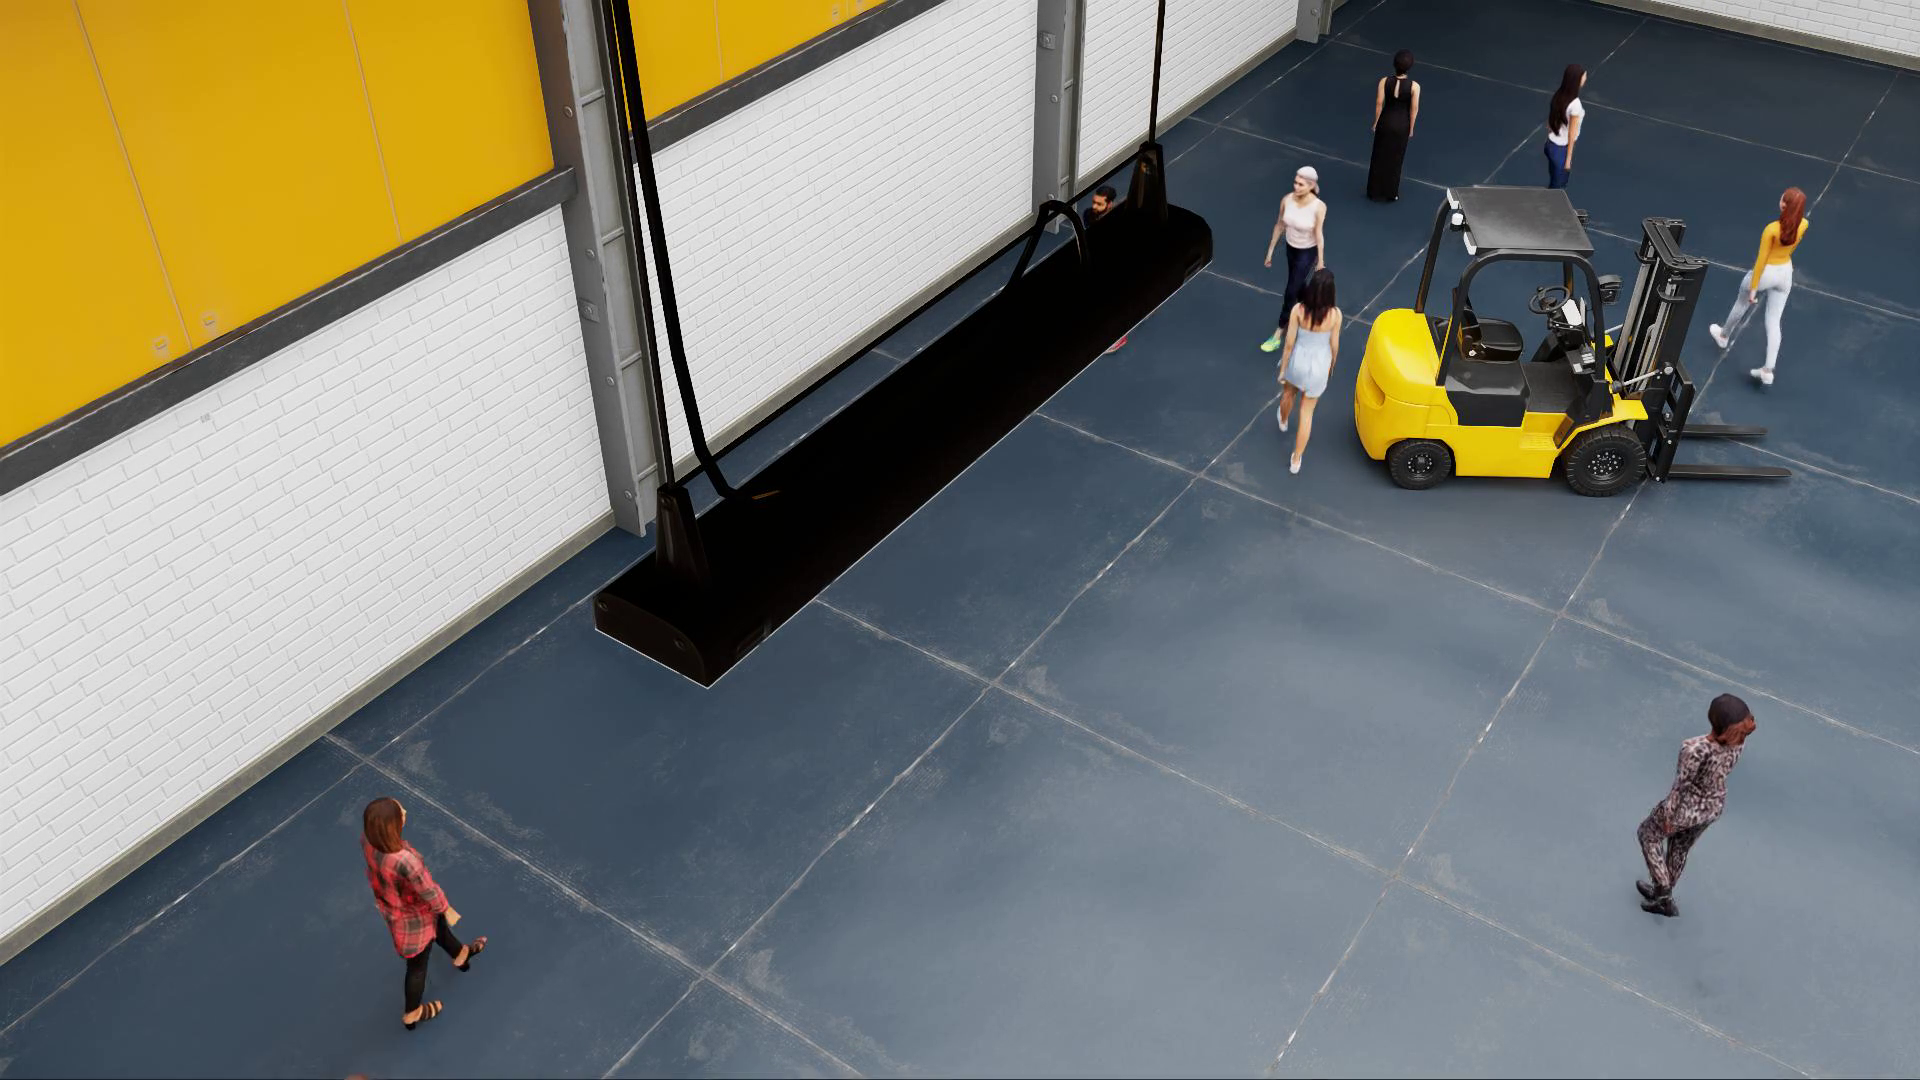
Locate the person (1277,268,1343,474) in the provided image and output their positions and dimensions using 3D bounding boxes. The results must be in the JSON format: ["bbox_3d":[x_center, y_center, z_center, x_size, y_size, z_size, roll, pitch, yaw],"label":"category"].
[{"bbox_3d":[2.750,-1.293,13.151,0.889,1.697,1.113,5,39,6],"label":"person"}]

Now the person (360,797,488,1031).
[{"bbox_3d":[-3.034,2.058,8.971,0.658,1.677,0.897,26,45,29],"label":"person"}]

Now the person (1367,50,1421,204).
[{"bbox_3d":[4.380,-4.175,16.834,0.618,1.604,0.577,14,41,17],"label":"person"}]

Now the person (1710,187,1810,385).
[{"bbox_3d":[6.977,-2.150,14.221,1.101,1.701,1.208,-5,39,-6],"label":"person"}]

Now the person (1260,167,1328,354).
[{"bbox_3d":[3.069,-2.546,14.738,1.048,1.674,0.794,-28,46,-31],"label":"person"}]

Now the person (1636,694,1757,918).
[{"bbox_3d":[4.241,1.593,9.533,0.735,1.703,0.792,-11,40,-13],"label":"person"}]
